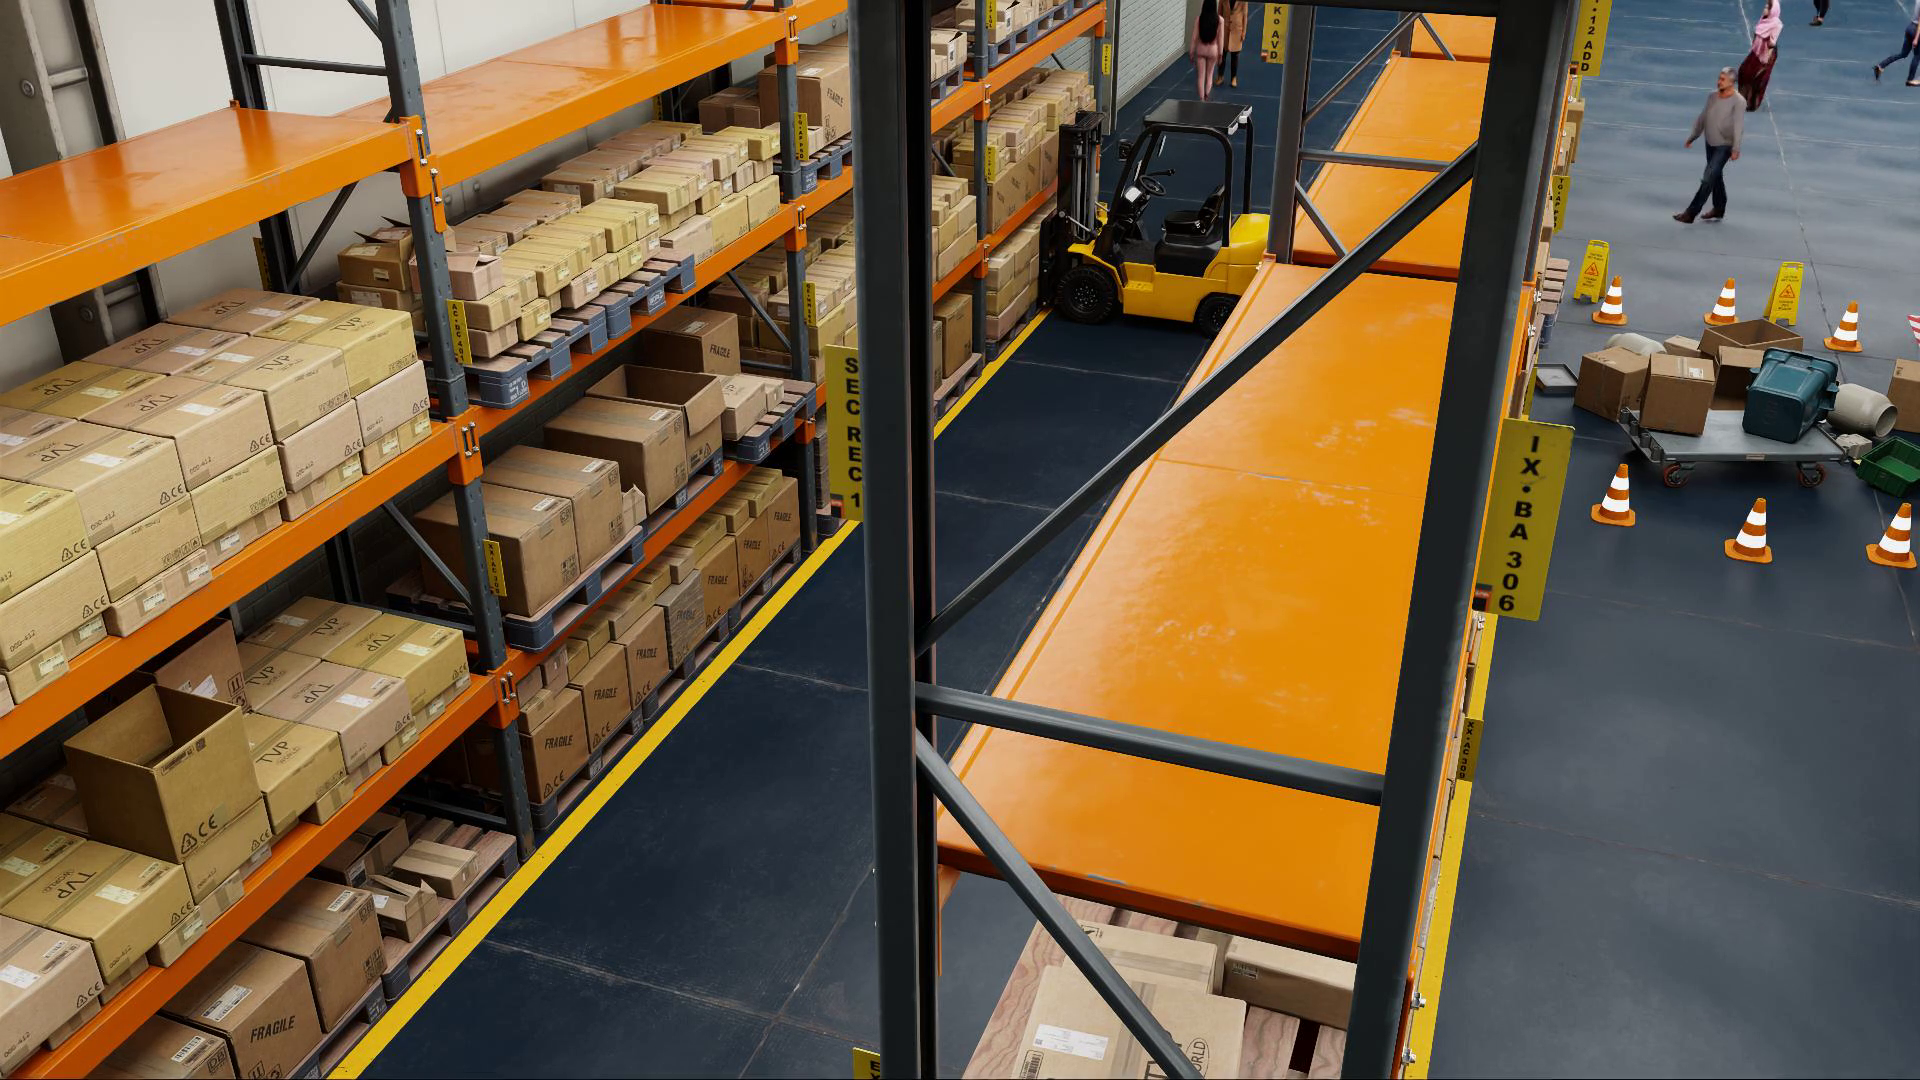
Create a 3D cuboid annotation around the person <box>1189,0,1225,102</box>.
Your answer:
[{"bbox_3d":[3.698,-7.262,25.017,0.895,1.680,1.172,0,28,0],"label":"person"}]

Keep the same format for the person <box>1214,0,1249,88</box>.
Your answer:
[{"bbox_3d":[4.355,-8.182,26.695,0.624,1.726,0.593,10,30,17],"label":"person"}]

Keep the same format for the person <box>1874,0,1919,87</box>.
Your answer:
[{"bbox_3d":[15.199,-8.118,26.605,0.753,1.697,0.969,4,28,8],"label":"person"}]

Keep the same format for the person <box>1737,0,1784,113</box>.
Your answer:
[{"bbox_3d":[12.252,-7.370,25.258,0.861,1.643,0.789,-9,29,-16],"label":"person"}]

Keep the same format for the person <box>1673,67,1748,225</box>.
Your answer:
[{"bbox_3d":[9.258,-4.759,20.121,1.170,1.864,1.174,-7,29,-12],"label":"person"}]
